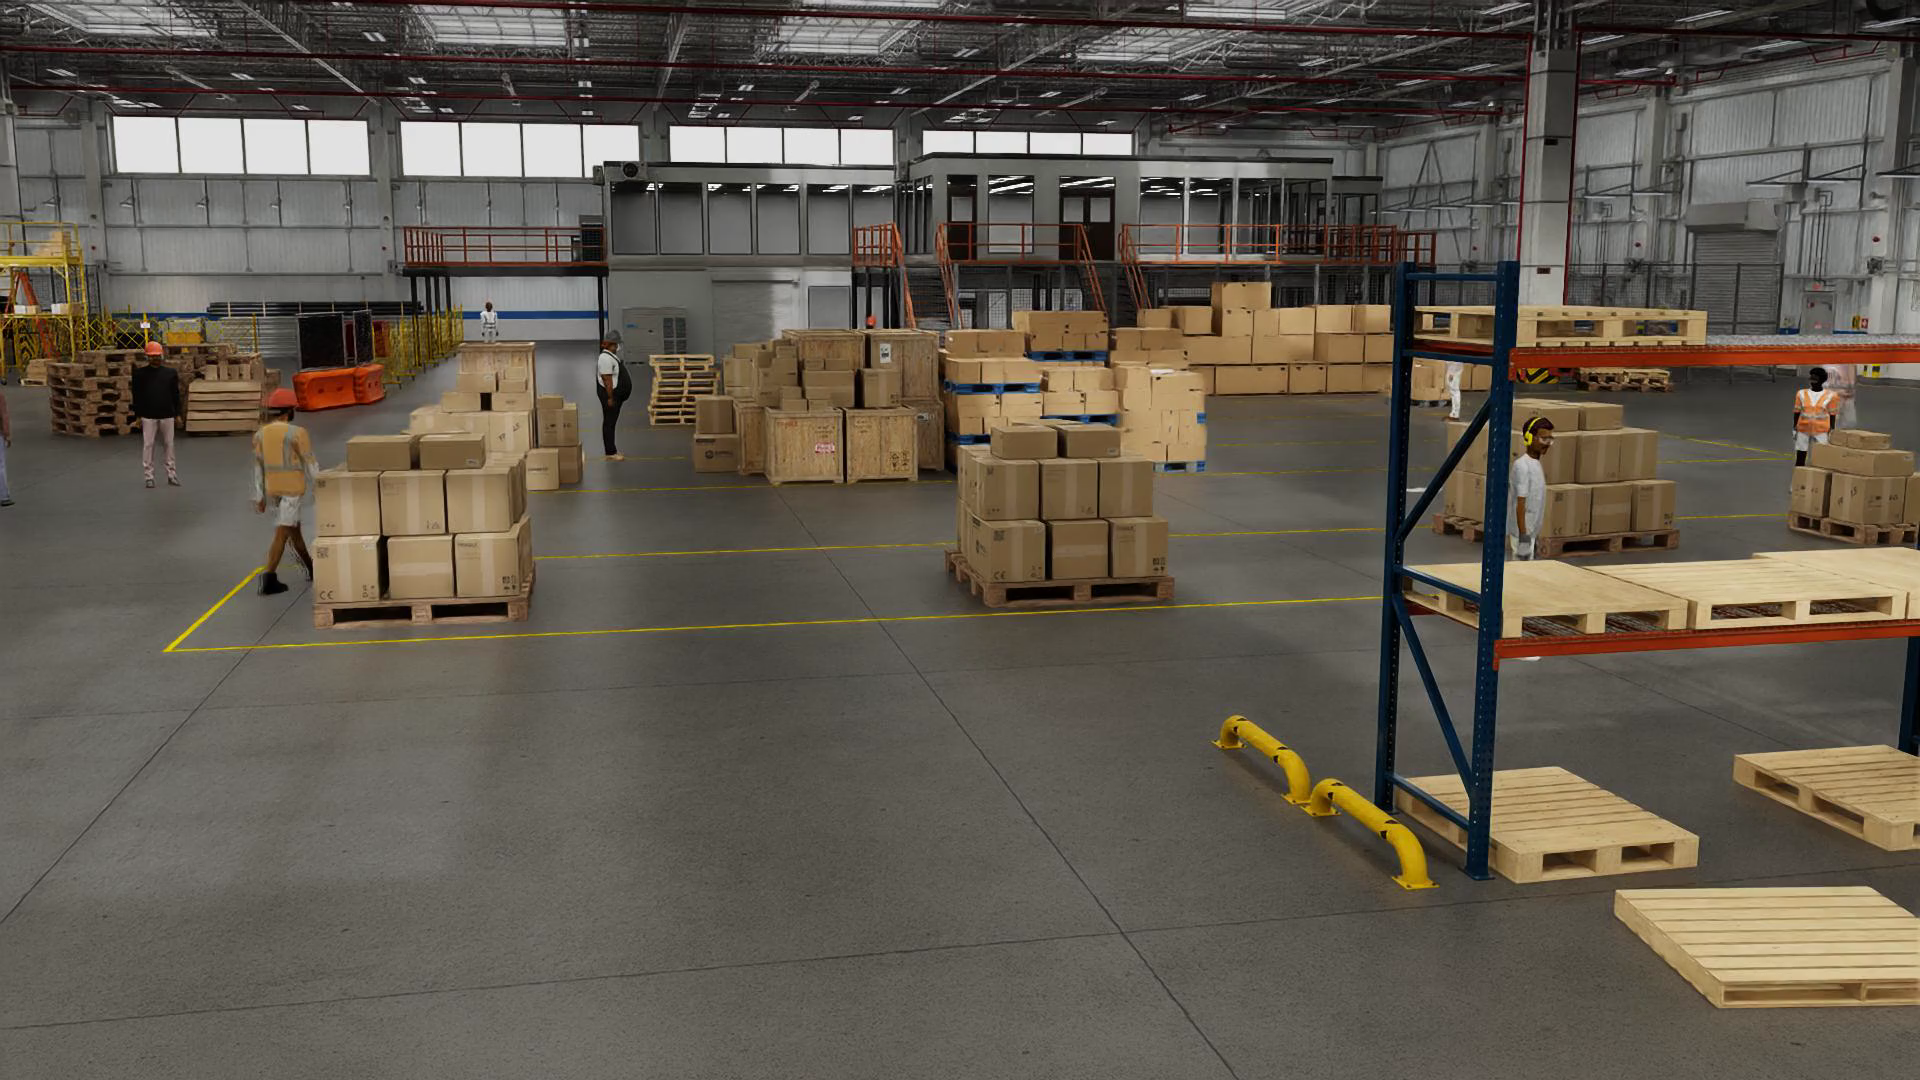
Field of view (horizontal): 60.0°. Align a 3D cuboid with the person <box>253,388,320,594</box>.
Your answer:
[{"bbox_3d":[-6.261,-0.473,15.551,0.545,1.881,1.012,4,10,22],"label":"person"}]

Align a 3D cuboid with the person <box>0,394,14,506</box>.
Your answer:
[{"bbox_3d":[-12.211,-1.290,20.878,0.534,1.767,0.313,-3,10,-20],"label":"person"}]

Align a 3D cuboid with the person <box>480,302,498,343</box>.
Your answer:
[{"bbox_3d":[-15.377,-6.843,54.393,0.567,1.879,0.353,-7,12,-37],"label":"person"}]

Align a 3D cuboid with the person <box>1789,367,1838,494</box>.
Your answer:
[{"bbox_3d":[11.267,-1.434,21.957,0.533,1.698,0.322,7,12,36],"label":"person"}]

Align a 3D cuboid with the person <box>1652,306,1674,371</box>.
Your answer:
[{"bbox_3d":[20.296,-5.779,47.907,0.596,1.877,0.960,-3,10,-19],"label":"person"}]

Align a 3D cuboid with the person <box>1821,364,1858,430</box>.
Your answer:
[{"bbox_3d":[13.999,-2.239,26.476,0.655,1.827,0.457,-2,9,-10],"label":"person"}]

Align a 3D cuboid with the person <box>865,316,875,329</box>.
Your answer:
[{"bbox_3d":[-2.116,-4.219,38.336,0.582,1.888,0.579,1,9,5],"label":"person"}]

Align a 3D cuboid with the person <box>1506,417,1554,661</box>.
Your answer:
[{"bbox_3d":[4.378,-0.015,12.812,0.332,1.865,0.520,5,10,27],"label":"person"}]

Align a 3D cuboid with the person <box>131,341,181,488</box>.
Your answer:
[{"bbox_3d":[-10.990,-1.717,22.782,0.608,1.995,0.377,-7,12,-37],"label":"person"}]

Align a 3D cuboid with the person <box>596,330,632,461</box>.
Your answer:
[{"bbox_3d":[-5.393,-2.263,25.971,0.536,2.000,0.680,-1,9,-7],"label":"person"}]

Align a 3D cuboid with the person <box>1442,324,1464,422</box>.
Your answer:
[{"bbox_3d":[9.609,-3.262,32.369,0.362,1.938,0.631,4,10,22],"label":"person"}]
